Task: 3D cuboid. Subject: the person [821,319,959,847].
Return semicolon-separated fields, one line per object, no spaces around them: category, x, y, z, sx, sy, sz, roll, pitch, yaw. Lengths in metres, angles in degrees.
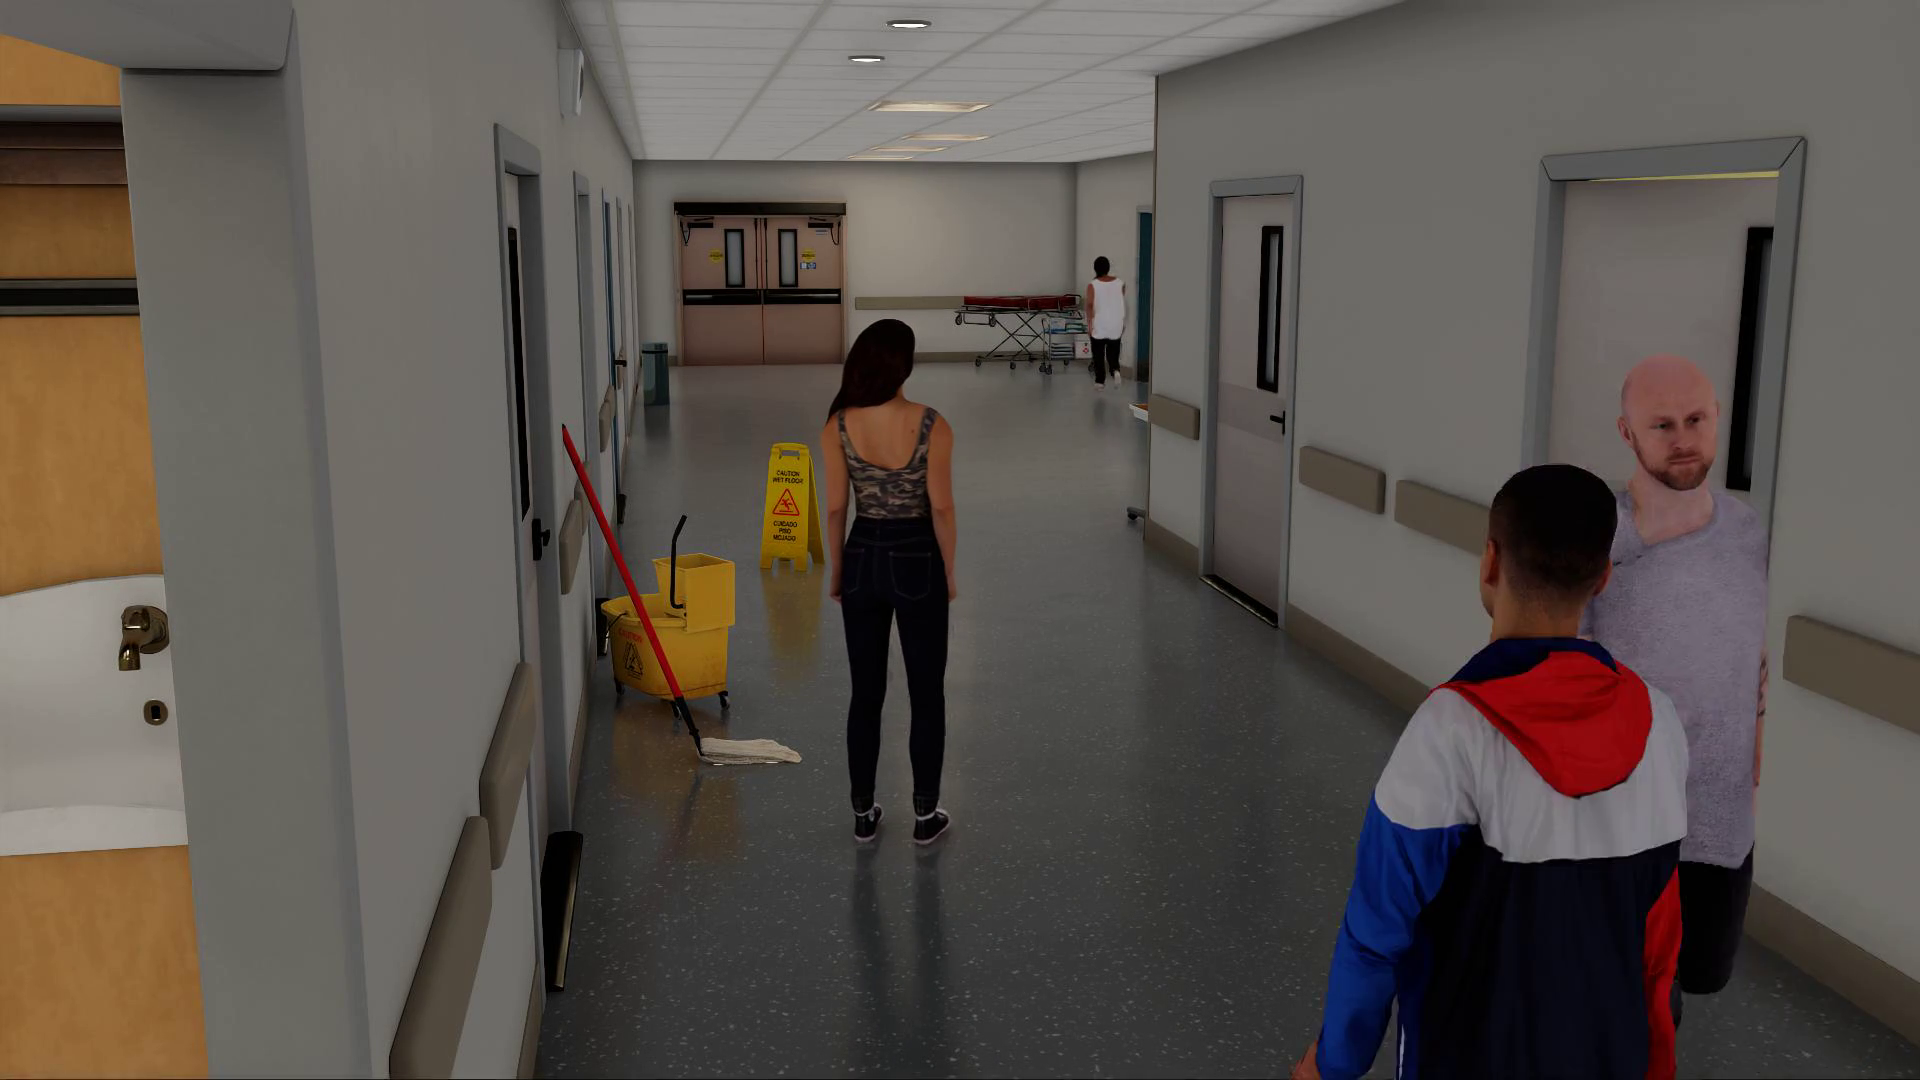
person;-0.225;0.146;5.569;0.677;1.767;0.659;2;11;11

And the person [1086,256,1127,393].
person;1.824;-2.672;20.661;0.692;1.675;0.735;-3;11;-13

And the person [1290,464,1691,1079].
person;0.808;0.809;2.236;0.883;1.705;1.228;-6;12;-27

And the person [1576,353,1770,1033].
person;1.371;0.530;3.430;0.763;1.809;1.082;-4;11;-20
